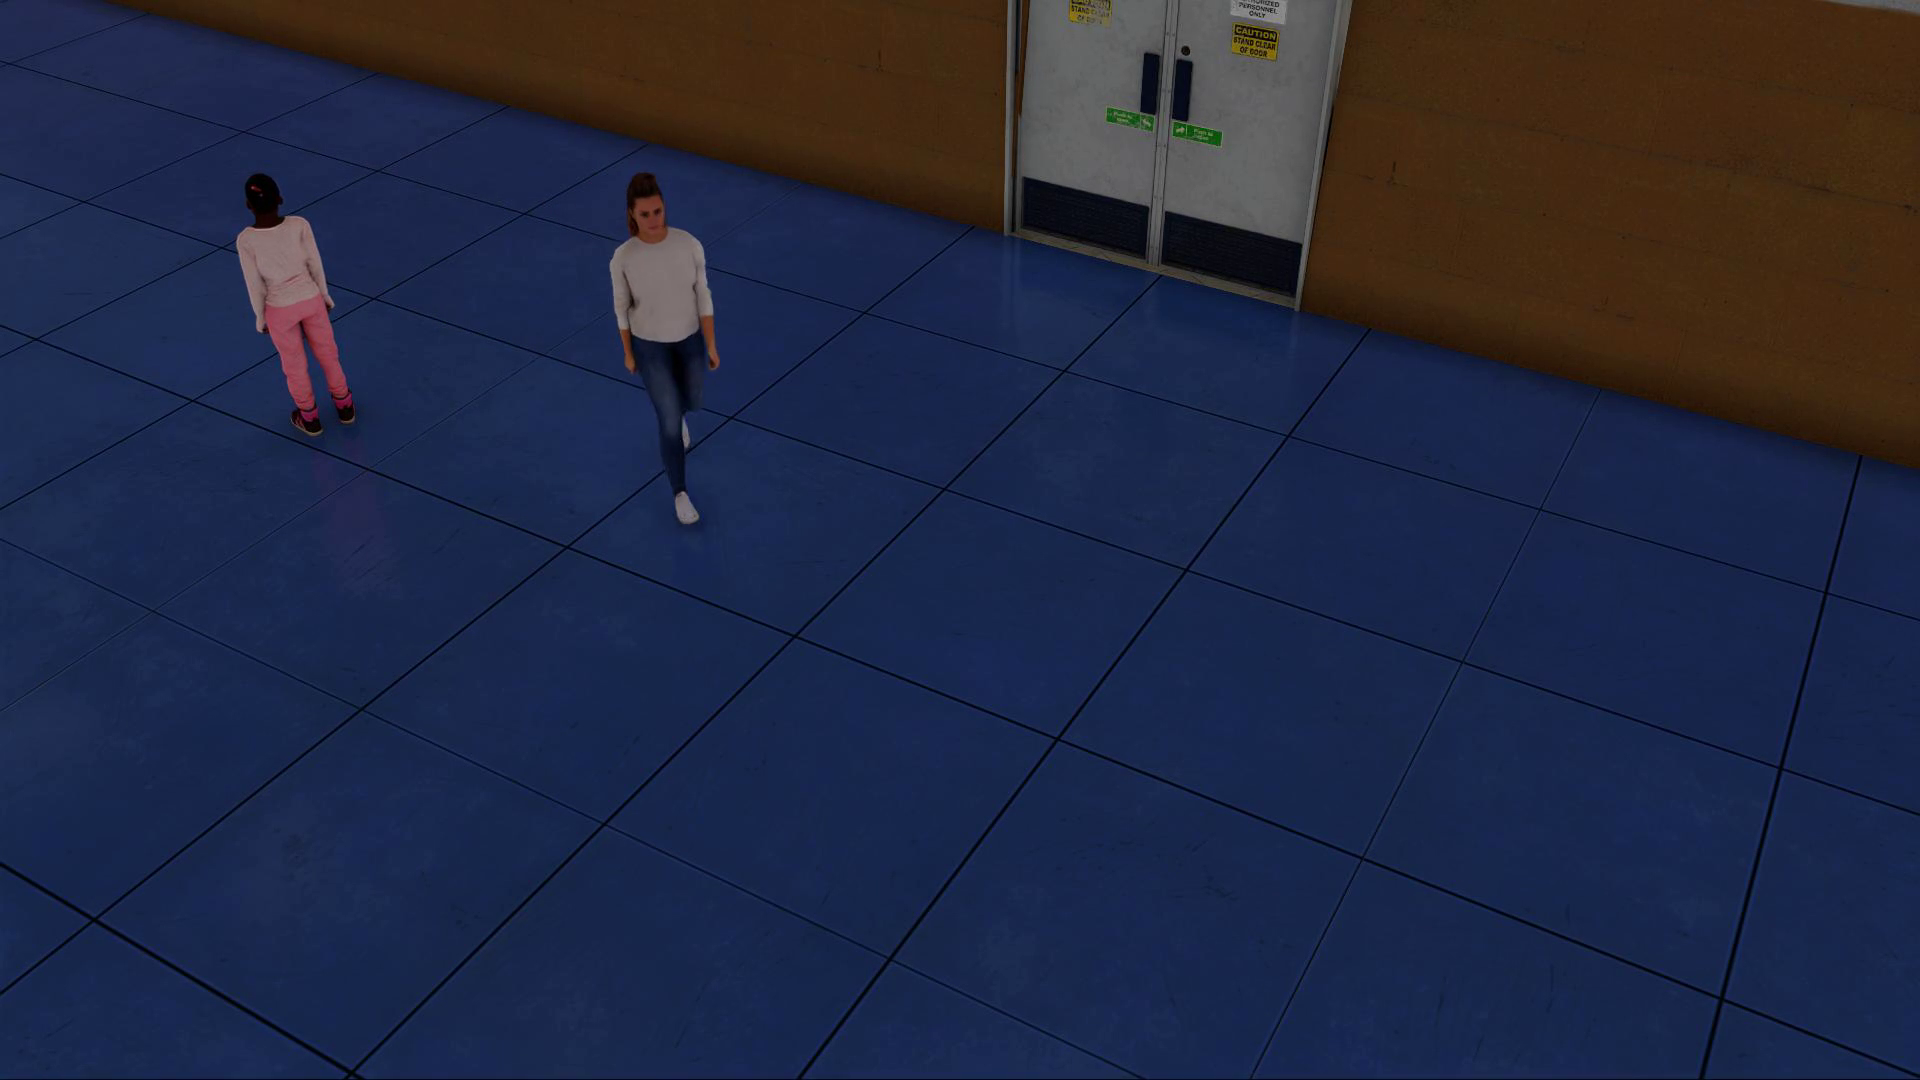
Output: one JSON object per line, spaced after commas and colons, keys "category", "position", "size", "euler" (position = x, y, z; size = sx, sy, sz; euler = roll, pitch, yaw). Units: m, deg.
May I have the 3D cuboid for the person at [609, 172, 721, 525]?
{"category": "person", "position": [-1.405, -0.961, 7.959], "size": [1.082, 1.697, 1.058], "euler": [-14, 39, -18]}

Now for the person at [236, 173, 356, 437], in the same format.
{"category": "person", "position": [-3.413, -1.214, 8.506], "size": [0.546, 1.445, 0.677], "euler": [-24, 43, -29]}
